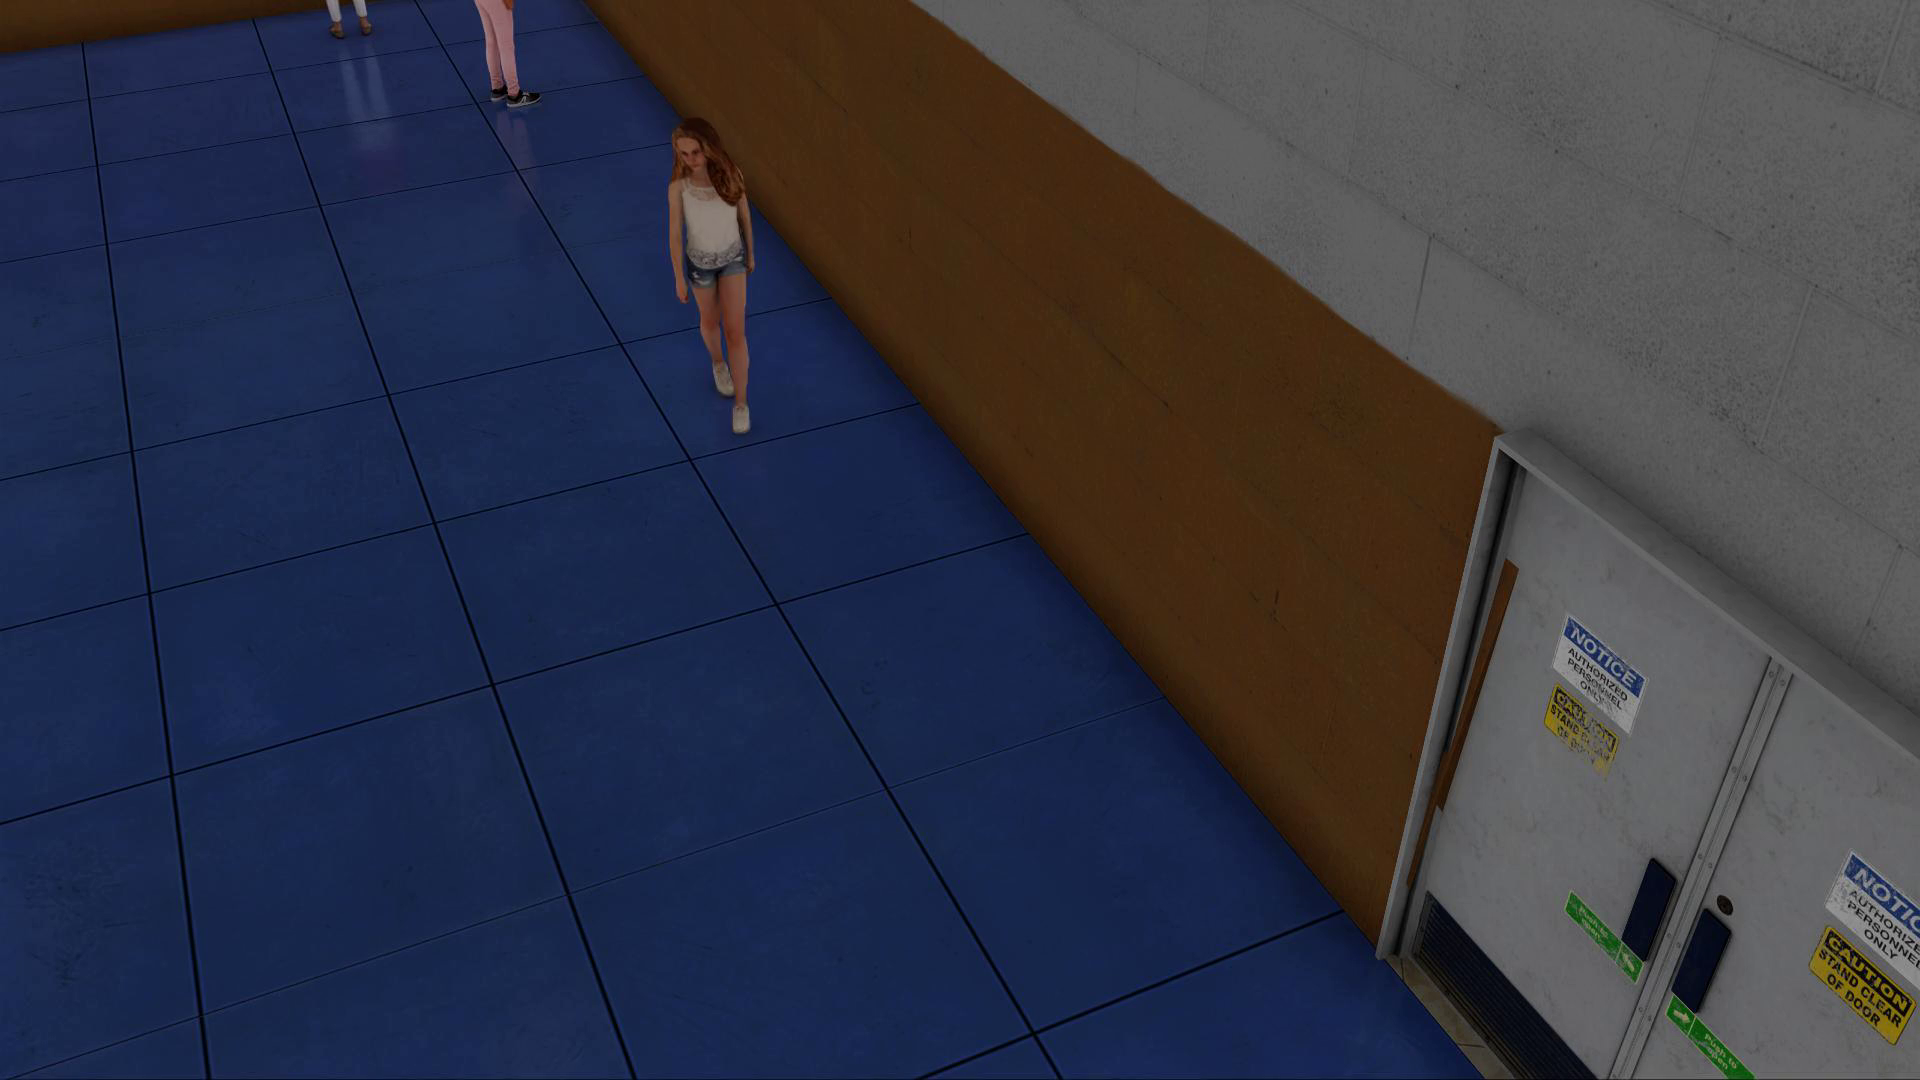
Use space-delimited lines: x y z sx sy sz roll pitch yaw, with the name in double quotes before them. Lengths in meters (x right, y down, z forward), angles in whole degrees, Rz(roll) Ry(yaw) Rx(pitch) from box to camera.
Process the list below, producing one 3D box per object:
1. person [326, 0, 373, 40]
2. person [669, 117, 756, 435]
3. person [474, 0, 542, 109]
"person" -5.064 -4.900 13.340 0.458 1.692 0.595 -14 39 -18
"person" -1.288 -1.465 8.738 0.974 1.723 0.786 -12 38 -15
"person" -3.435 -3.982 12.223 0.606 1.565 0.600 -30 46 -34
